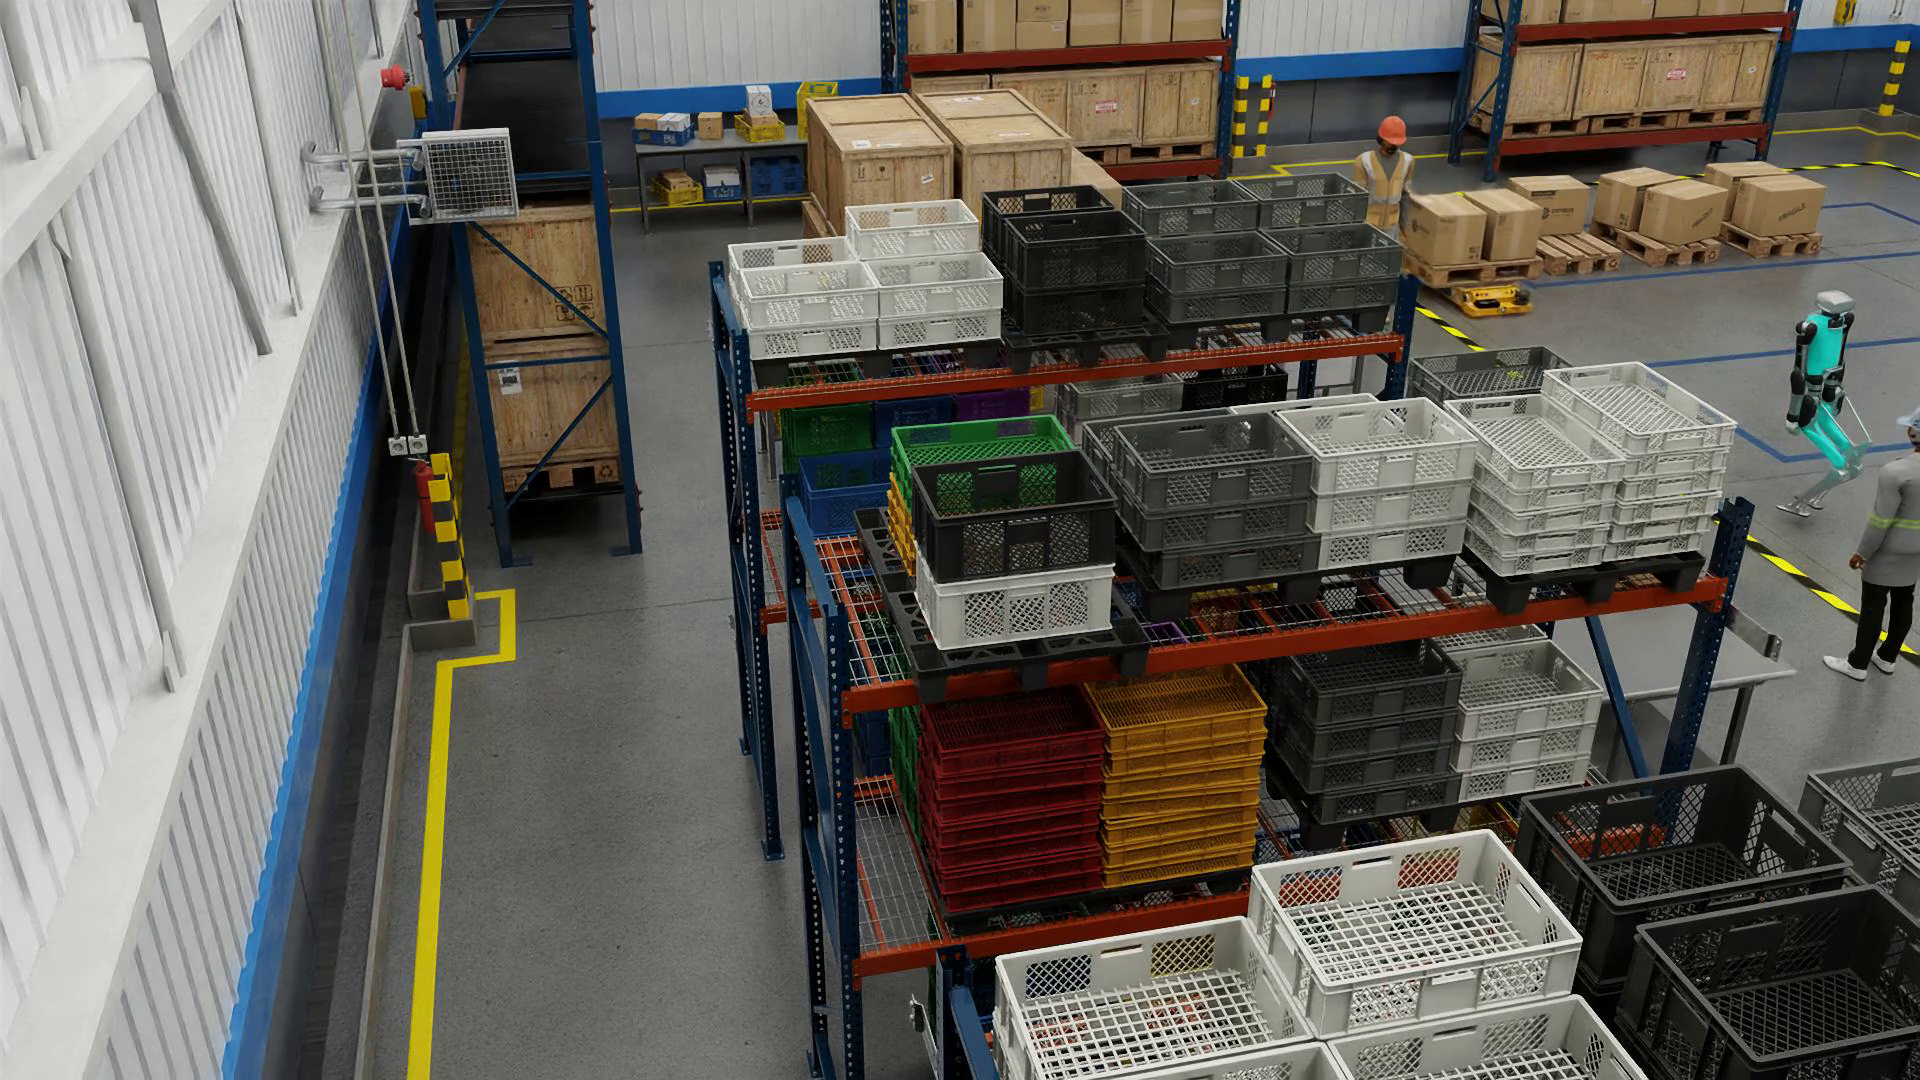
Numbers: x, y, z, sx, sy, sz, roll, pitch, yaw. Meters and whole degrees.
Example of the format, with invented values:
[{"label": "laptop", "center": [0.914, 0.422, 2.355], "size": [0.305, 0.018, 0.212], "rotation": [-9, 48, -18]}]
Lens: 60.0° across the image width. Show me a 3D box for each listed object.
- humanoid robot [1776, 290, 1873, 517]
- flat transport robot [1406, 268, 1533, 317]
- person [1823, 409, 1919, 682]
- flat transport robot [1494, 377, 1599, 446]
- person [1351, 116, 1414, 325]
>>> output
[{"label": "humanoid robot", "center": [6.380, -0.937, 12.106], "size": [0.533, 1.677, 0.735], "rotation": [-15, 31, -26]}, {"label": "flat transport robot", "center": [5.200, -2.632, 17.011], "size": [0.652, 0.197, 1.431], "rotation": [-6, 28, -12]}, {"label": "person", "center": [5.801, 0.018, 10.315], "size": [0.586, 1.852, 0.384], "rotation": [-8, 29, -15]}, {"label": "flat transport robot", "center": [4.780, -1.036, 14.013], "size": [0.659, 0.231, 1.431], "rotation": [-6, 28, -12]}, {"label": "person", "center": [4.015, -3.044, 15.927], "size": [0.604, 2.039, 0.383], "rotation": [-5, 28, -9]}]
